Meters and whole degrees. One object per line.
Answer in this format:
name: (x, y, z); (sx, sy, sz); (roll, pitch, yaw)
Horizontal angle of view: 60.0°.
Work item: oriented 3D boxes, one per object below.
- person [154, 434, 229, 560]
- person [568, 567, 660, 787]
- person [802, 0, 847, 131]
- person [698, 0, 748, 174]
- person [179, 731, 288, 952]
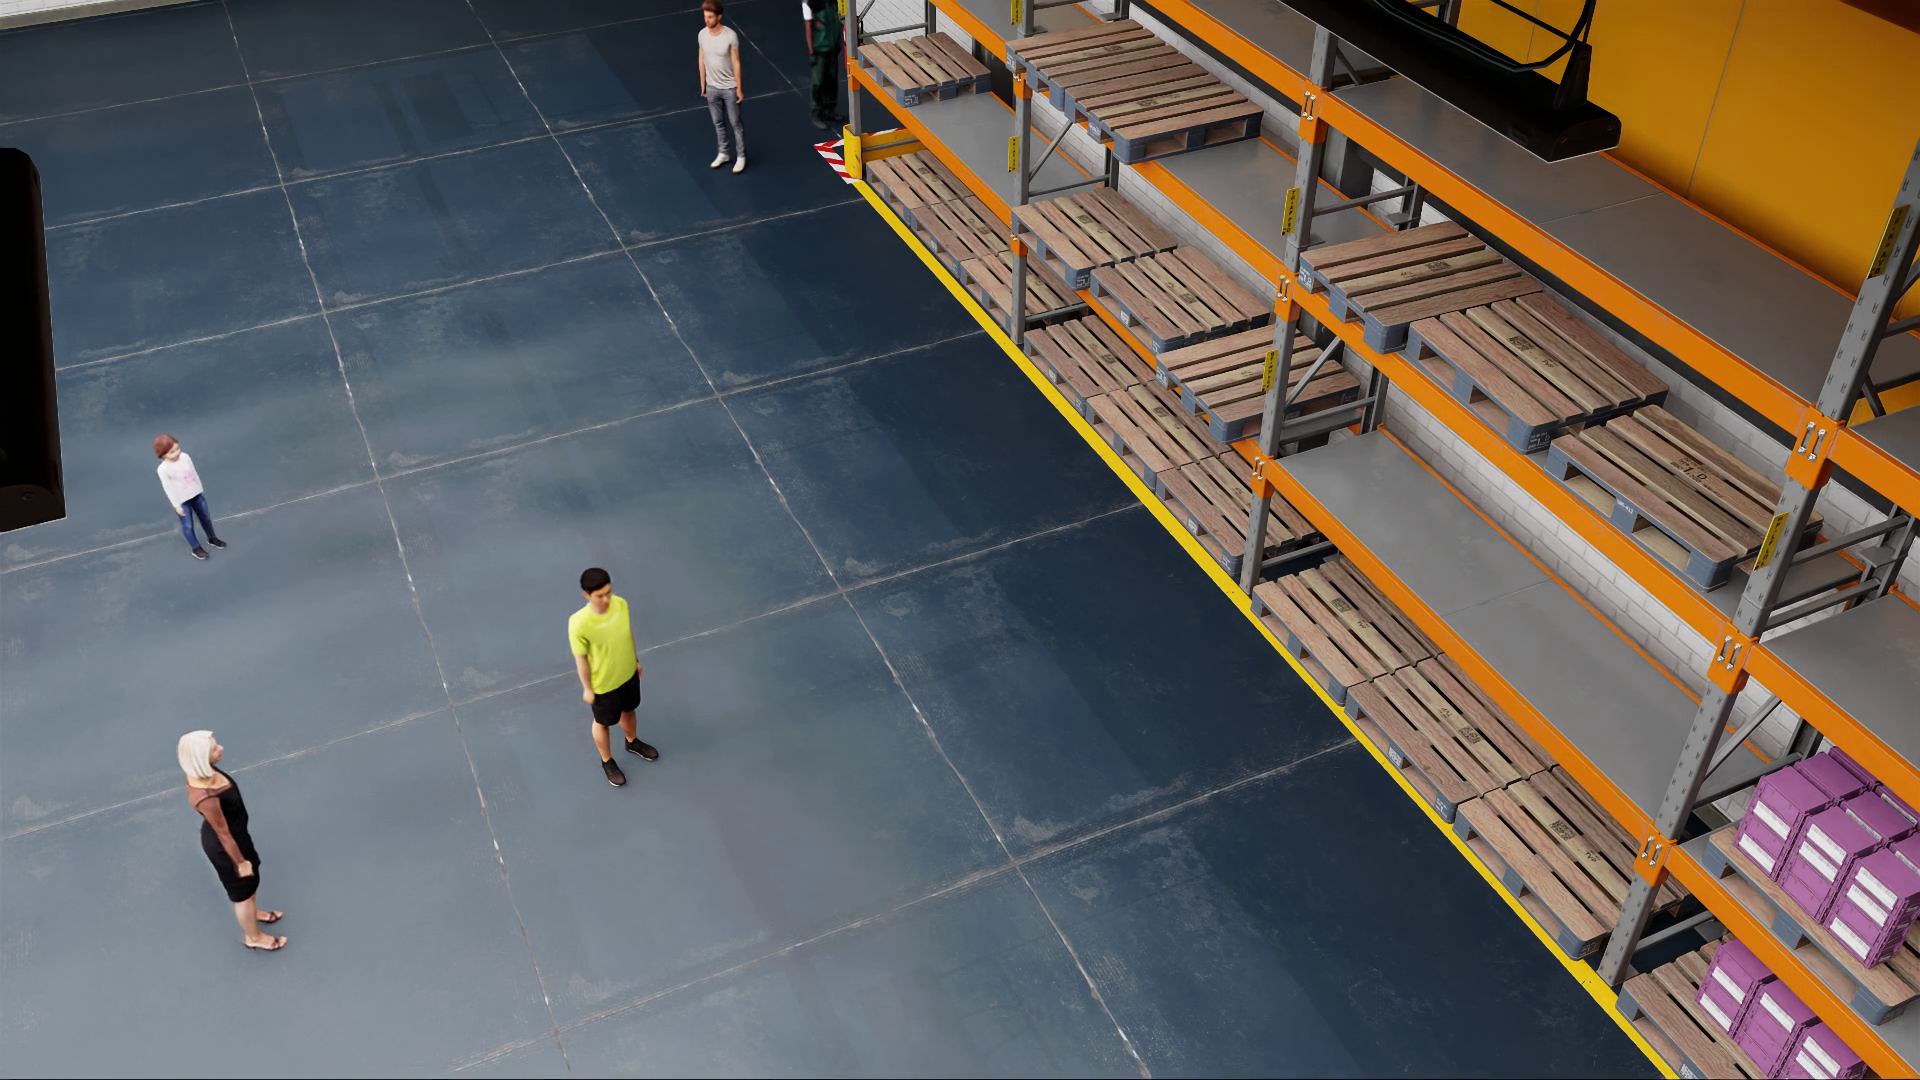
person: (-6.037, -0.358, 12.920); (0.608, 1.110, 0.552); (21, 43, 24)
person: (-2.305, 0.858, 10.917); (0.685, 1.709, 0.696); (27, 46, 30)
person: (-1.558, -5.599, 18.899); (0.777, 1.838, 0.777); (24, 44, 27)
person: (-2.564, -4.935, 18.027); (0.743, 1.889, 0.801); (13, 40, 15)
person: (-4.290, 1.775, 9.741); (0.638, 1.743, 0.442); (-15, 41, -18)
